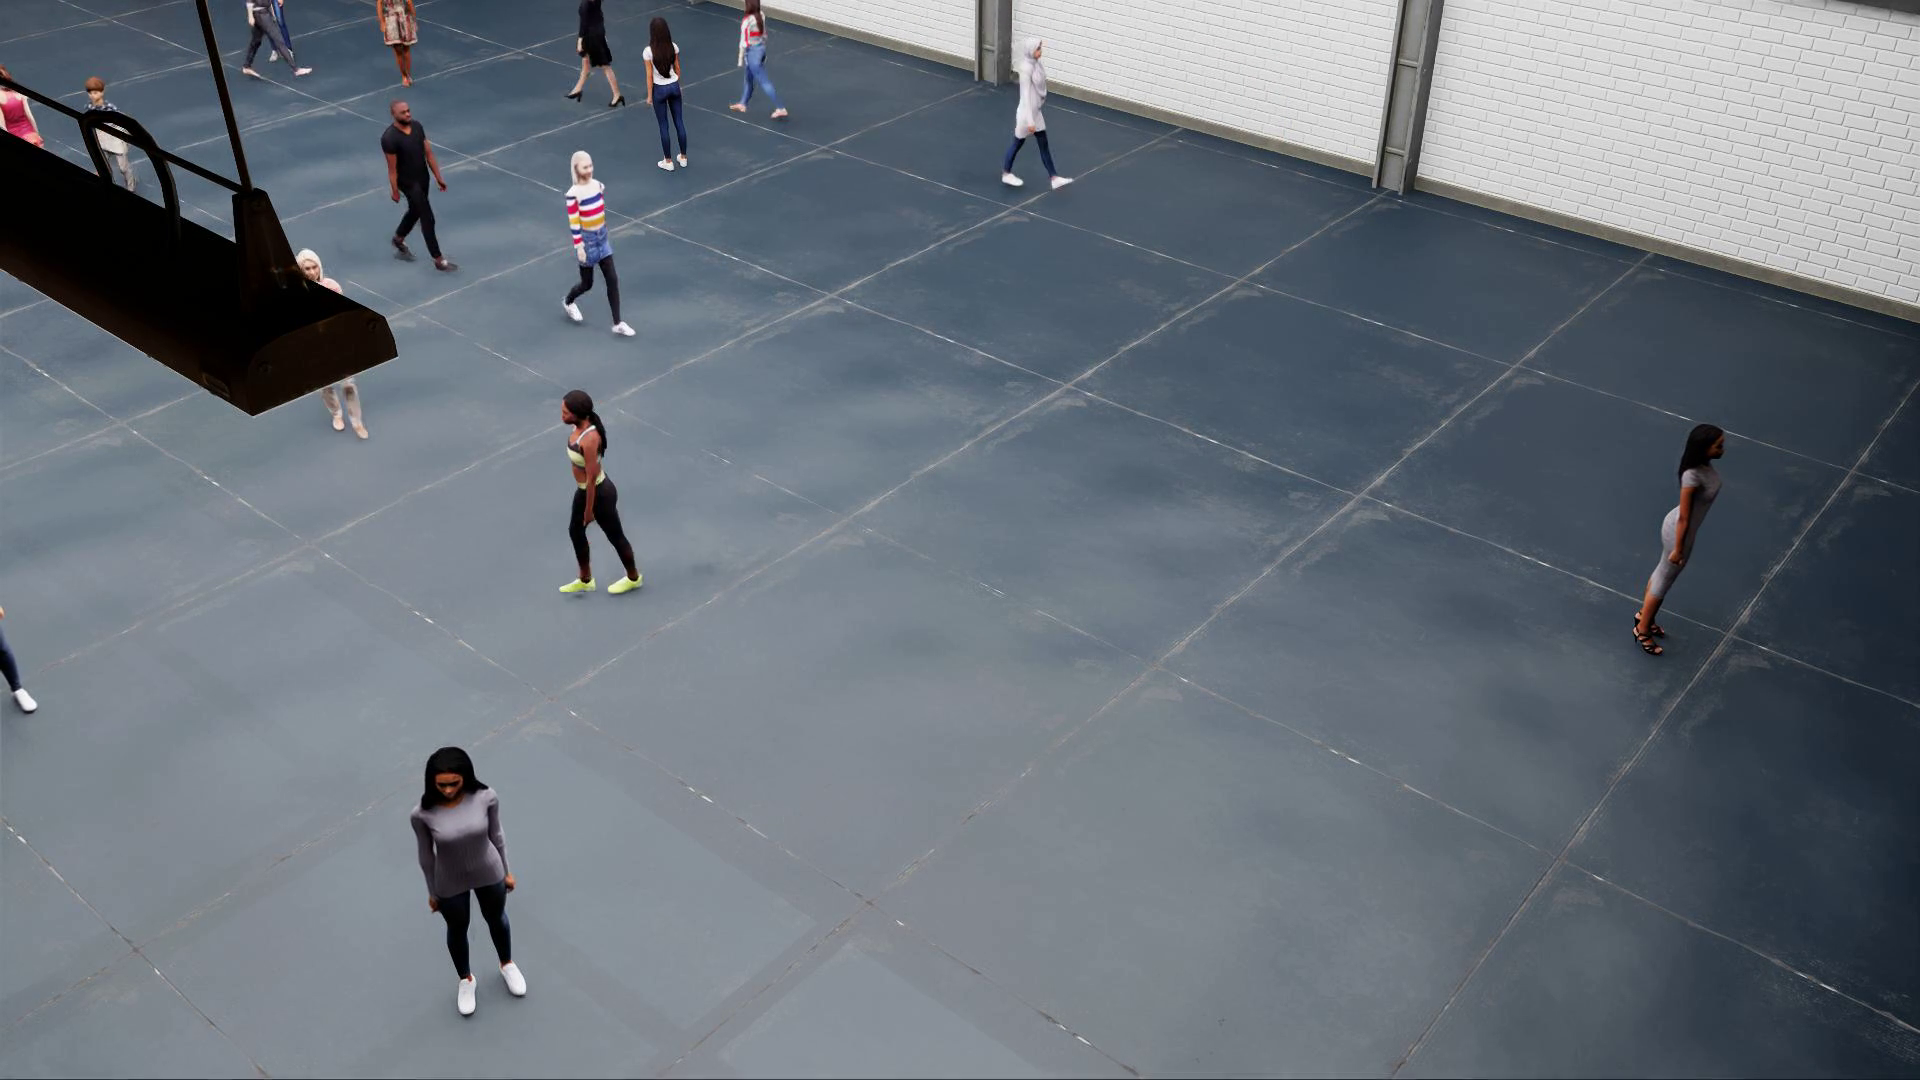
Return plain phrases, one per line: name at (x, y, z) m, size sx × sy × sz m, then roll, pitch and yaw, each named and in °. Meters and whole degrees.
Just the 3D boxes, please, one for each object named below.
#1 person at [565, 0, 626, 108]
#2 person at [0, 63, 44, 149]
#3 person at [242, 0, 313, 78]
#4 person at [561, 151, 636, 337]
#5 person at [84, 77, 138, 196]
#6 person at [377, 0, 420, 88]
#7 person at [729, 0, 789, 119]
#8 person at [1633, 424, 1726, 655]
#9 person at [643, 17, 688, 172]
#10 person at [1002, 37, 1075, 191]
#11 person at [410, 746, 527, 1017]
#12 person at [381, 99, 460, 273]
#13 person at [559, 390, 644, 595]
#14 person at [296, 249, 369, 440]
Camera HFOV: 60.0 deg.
person at (-4.549, -6.323, 21.130) m, size 1.120 × 1.719 × 0.950 m, roll 4°, pitch 34°, yaw 6°
person at (-10.178, -4.311, 18.107) m, size 1.151 × 1.715 × 0.568 m, roll 26°, pitch 41°, yaw 33°
person at (-9.390, -6.960, 22.114) m, size 1.256 × 1.690 × 1.157 m, roll 1°, pitch 34°, yaw 1°
person at (-3.562, -2.811, 15.795) m, size 1.136 × 1.776 × 0.731 m, roll 21°, pitch 39°, yaw 28°
person at (-9.517, -4.495, 18.643) m, size 0.682 × 1.428 × 0.741 m, roll -4°, pitch 34°, yaw -6°
person at (-7.478, -6.891, 22.060) m, size 0.742 × 1.636 × 0.787 m, roll -19°, pitch 38°, yaw -26°
person at (-2.491, -6.039, 20.837) m, size 1.160 × 1.572 × 0.845 m, roll 12°, pitch 36°, yaw 18°
person at (5.009, -0.021, 11.593) m, size 0.584 × 1.781 × 0.617 m, roll 17°, pitch 37°, yaw 24°
person at (-3.420, -5.206, 19.398) m, size 0.641 × 1.776 × 0.604 m, roll -20°, pitch 39°, yaw -28°
person at (0.709, -4.795, 18.820) m, size 1.167 × 1.732 × 0.788 m, roll 17°, pitch 37°, yaw 24°
person at (-2.634, 1.789, 8.906) m, size 0.683 × 1.741 × 0.667 m, roll -15°, pitch 36°, yaw -21°
person at (-5.670, -3.652, 17.056) m, size 1.254 × 1.782 × 0.874 m, roll 14°, pitch 36°, yaw 20°
person at (-2.555, -0.339, 12.117) m, size 0.867 × 1.731 × 0.883 m, roll -13°, pitch 36°, yaw -19°
person at (-5.456, -1.717, 14.213) m, size 0.803 × 1.705 × 0.915 m, roll -13°, pitch 36°, yaw -19°
